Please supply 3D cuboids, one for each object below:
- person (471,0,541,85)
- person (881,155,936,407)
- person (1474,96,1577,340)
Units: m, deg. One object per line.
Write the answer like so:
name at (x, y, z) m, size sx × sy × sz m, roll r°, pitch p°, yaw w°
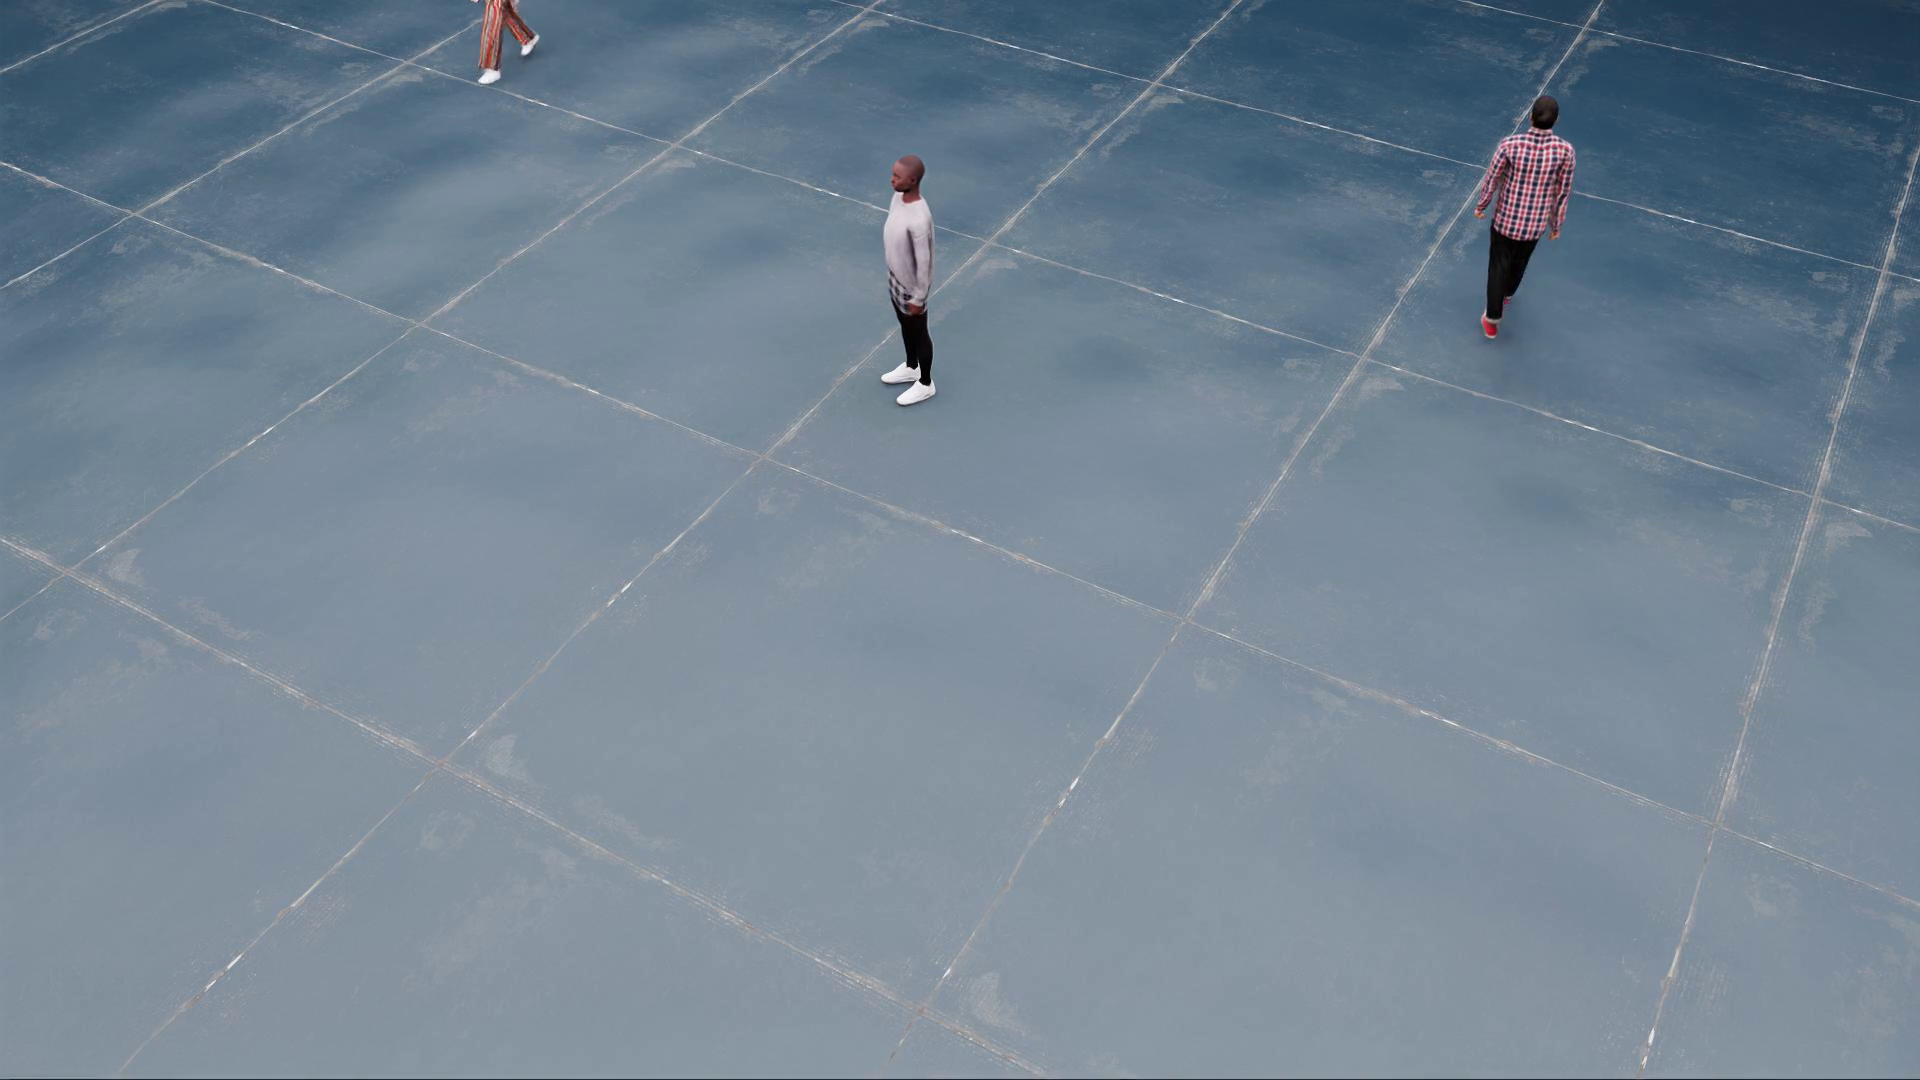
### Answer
person at (-3.983, -4.817, 14.397) m, size 0.607 × 1.524 × 1.115 m, roll 17°, pitch 45°, yaw 18°
person at (-0.313, -1.687, 10.766) m, size 0.725 × 1.772 × 0.699 m, roll -16°, pitch 45°, yaw -17°
person at (3.805, -2.142, 11.293) m, size 0.927 × 1.737 × 1.077 m, roll 6°, pitch 43°, yaw 7°
